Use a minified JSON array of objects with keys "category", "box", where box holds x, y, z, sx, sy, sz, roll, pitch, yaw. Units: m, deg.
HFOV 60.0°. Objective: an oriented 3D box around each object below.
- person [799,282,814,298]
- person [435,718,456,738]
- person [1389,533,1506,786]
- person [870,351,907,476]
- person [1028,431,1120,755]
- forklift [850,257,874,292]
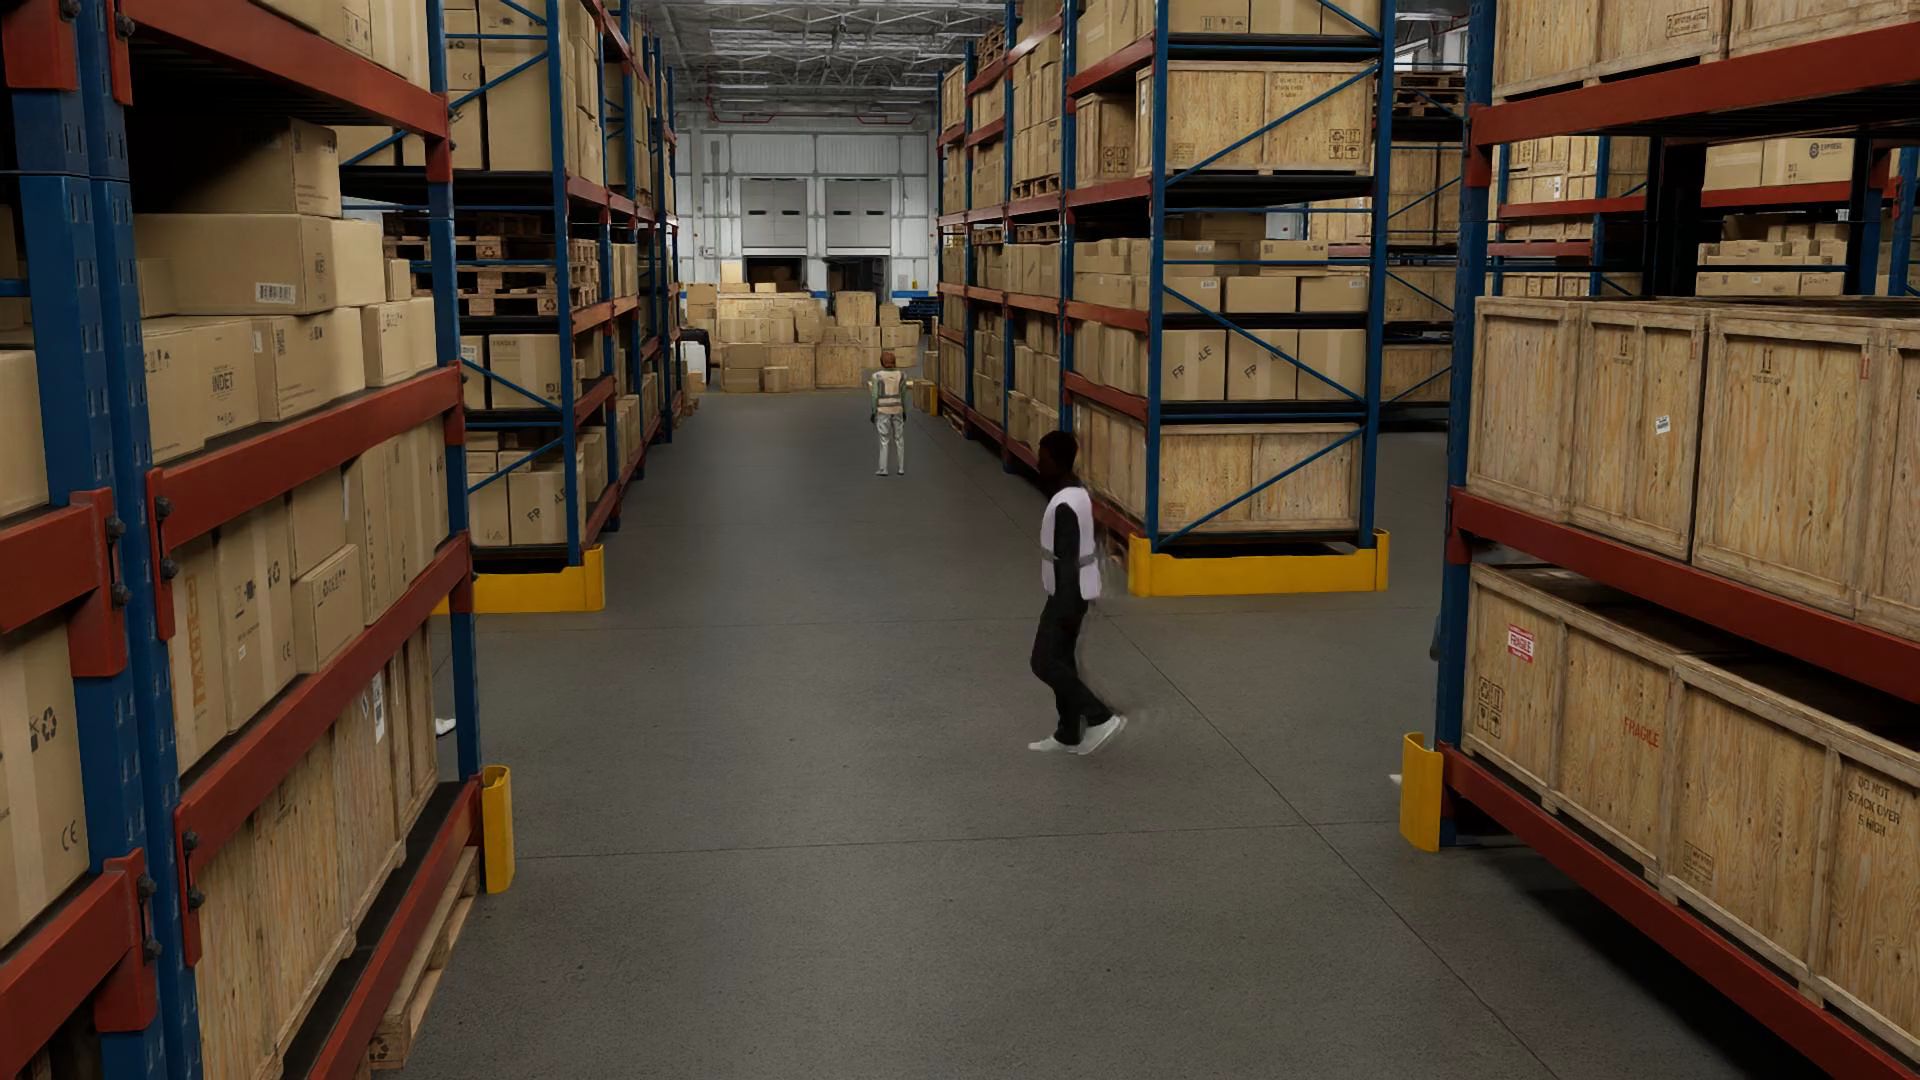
[{"category":"person","box":[-5.535,-8.344,59.978,0.676,1.912,0.451,-3,10,-19]},{"category":"person","box":[-3.530,0.312,9.731,0.986,1.856,0.656,-5,11,-27]},{"category":"person","box":[2.661,0.583,8.905,0.825,1.596,0.522,-1,10,-7]},{"category":"person","box":[-0.928,-1.655,21.816,0.523,1.636,0.311,-5,11,-25]},{"category":"person","box":[0.618,0.319,9.570,0.458,1.904,0.590,1,10,8]},{"category":"forklift","box":[-2.854,-6.885,48.650,1.873,2.768,1.129,-6,12,-32]}]
